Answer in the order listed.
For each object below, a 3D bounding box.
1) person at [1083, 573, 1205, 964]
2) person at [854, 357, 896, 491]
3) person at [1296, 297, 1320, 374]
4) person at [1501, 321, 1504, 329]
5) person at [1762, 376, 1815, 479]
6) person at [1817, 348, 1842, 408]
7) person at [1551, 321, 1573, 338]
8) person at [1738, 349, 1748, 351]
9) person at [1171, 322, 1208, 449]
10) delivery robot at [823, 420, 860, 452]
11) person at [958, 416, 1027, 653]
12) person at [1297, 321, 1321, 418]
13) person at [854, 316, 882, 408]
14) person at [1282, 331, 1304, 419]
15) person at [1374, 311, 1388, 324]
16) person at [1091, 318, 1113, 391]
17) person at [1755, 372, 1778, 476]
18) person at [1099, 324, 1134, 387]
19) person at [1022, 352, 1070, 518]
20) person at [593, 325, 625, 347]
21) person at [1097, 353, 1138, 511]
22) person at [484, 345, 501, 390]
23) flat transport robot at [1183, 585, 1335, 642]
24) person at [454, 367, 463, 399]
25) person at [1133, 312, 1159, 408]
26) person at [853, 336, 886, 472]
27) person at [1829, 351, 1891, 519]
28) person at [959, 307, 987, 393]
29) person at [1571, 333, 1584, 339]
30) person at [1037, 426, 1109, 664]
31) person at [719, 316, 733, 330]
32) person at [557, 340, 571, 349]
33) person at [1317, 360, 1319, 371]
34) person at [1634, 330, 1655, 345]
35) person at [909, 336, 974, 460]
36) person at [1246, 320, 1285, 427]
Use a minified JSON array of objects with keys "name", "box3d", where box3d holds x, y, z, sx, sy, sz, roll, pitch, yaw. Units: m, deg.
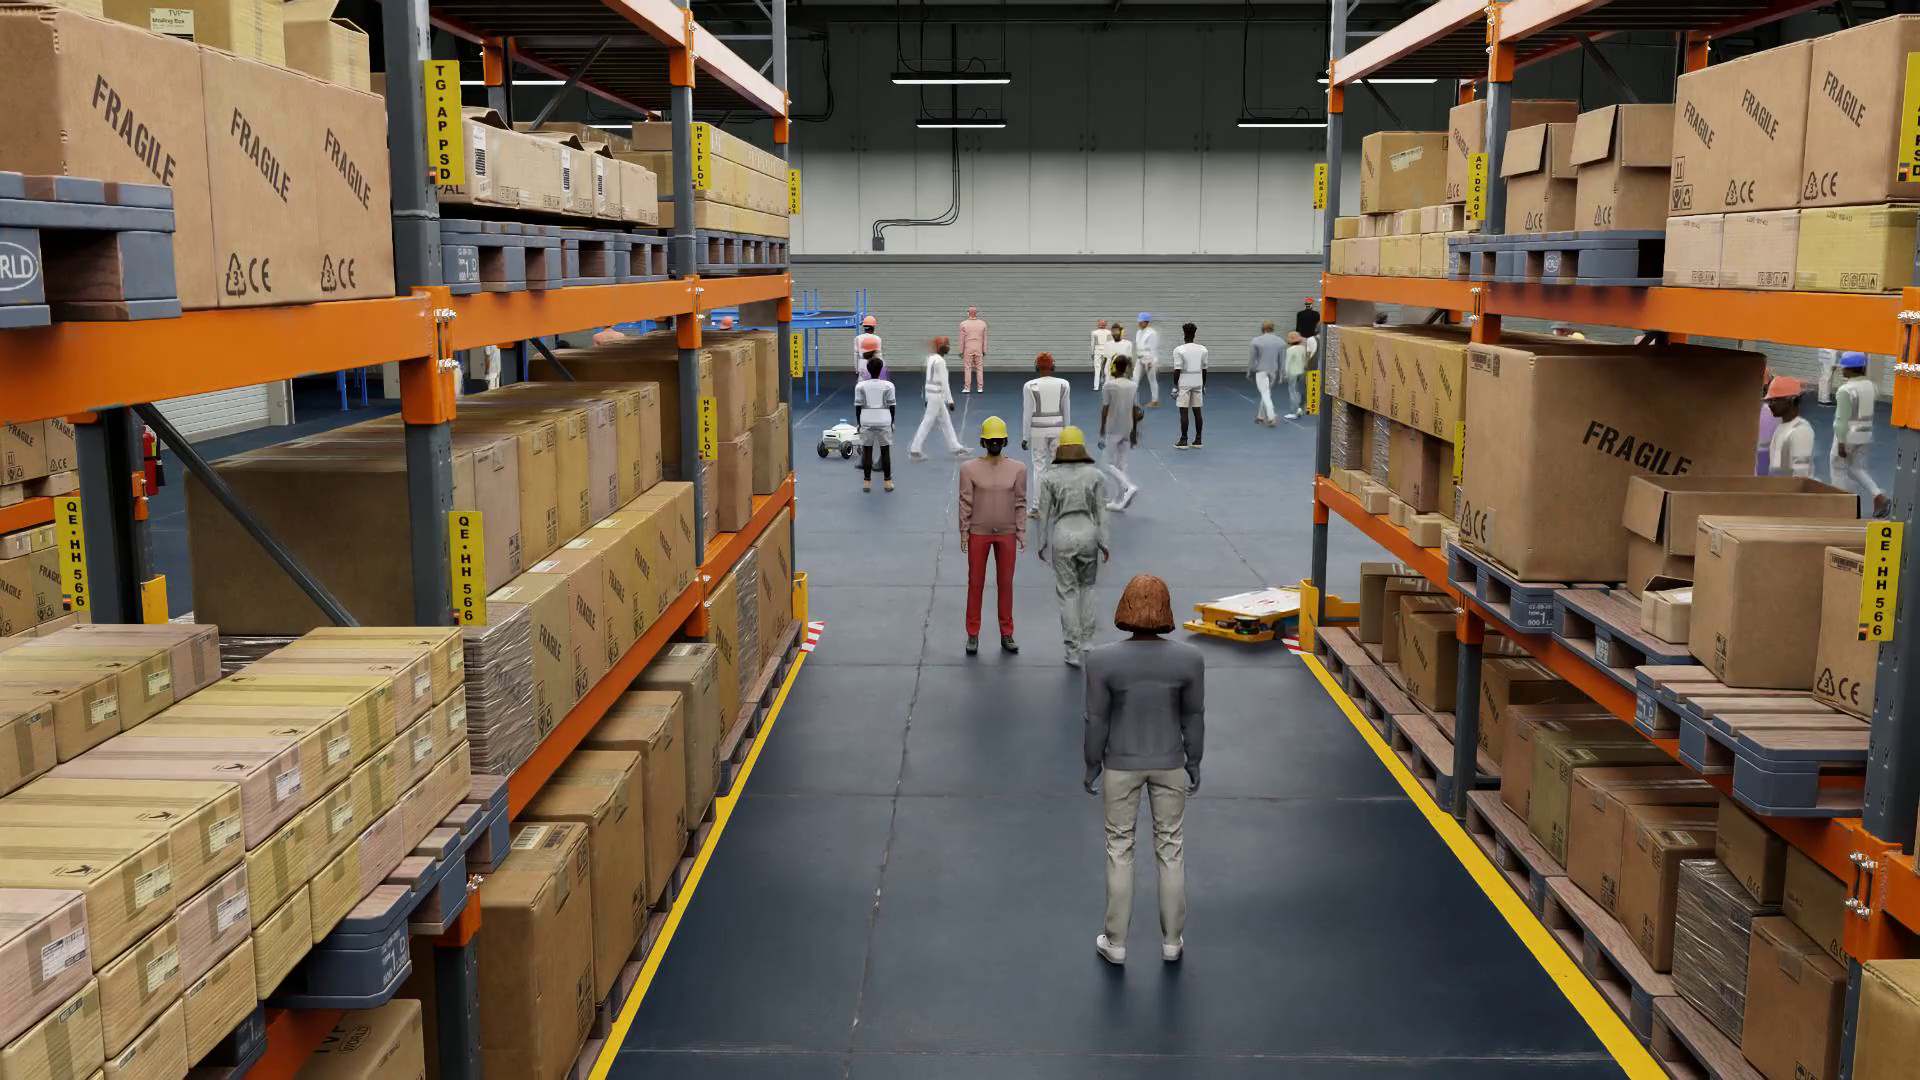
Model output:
[{"name":"person","box3d":[0.759,0.947,6.892,0.505,1.633,0.279,-1,10,-4]},{"name":"person","box3d":[-1.076,-1.476,21.212,0.535,1.697,0.322,0,9,3]},{"name":"person","box3d":[9.090,-5.336,43.453,0.623,1.989,0.391,3,10,15]},{"name":"person","box3d":[12.623,-4.611,39.547,0.644,1.861,1.025,9,13,42]},{"name":"person","box3d":[6.901,-0.357,13.695,1.077,1.994,0.631,1,10,6]},{"name":"person","box3d":[17.522,-3.596,33.506,0.404,1.829,0.600,2,10,11]},{"name":"person","box3d":[10.230,-2.775,28.097,0.999,2.000,0.688,2,10,10]},{"name":"person","box3d":[9.900,-1.513,21.090,0.570,1.819,0.813,-1,9,-3]},{"name":"person","box3d":[3.587,-2.416,26.036,0.610,1.964,0.365,-4,10,-23]},{"name":"delivery robot","box3d":[-1.755,-1.568,25.024,0.477,0.478,0.707,5,11,28]},{"name":"person","box3d":[0.247,-0.044,12.430,0.524,1.769,0.309,-2,10,-9]},{"name":"person","box3d":[6.721,-3.184,31.187,0.751,1.799,0.529,1,9,4]},{"name":"person","box3d":[-1.648,-3.091,30.168,0.548,1.936,0.378,4,10,25]},{"name":"person","box3d":[6.205,-3.083,31.039,0.342,1.617,0.529,9,13,42]},{"name":"person","box3d":[9.410,-4.142,36.850,0.630,1.815,0.816,-6,11,-32]},{"name":"person","box3d":[3.224,-4.202,37.713,0.514,1.641,0.309,0,9,2]},{"name":"person","box3d":[7.000,-0.525,14.554,0.605,2.022,0.636,3,10,17]},{"name":"person","box3d":[2.718,-2.860,29.092,0.561,1.822,0.933,3,10,19]},{"name":"person","box3d":[0.981,-1.196,18.980,0.572,1.884,0.355,-3,10,-18]},{"name":"person","box3d":[-6.340,-3.118,30.152,0.608,1.996,0.381,-3,10,-17]},{"name":"person","box3d":[1.865,-1.242,19.367,0.538,1.849,0.526,-6,11,-34]},{"name":"person","box3d":[-8.394,-2.992,29.818,0.318,1.865,0.519,1,10,8]},{"name":"flat transport robot","box3d":[2.488,0.576,13.312,1.431,0.197,0.652,-9,13,-43]},{"name":"person","box3d":[-6.872,-1.723,22.162,1.005,1.868,0.615,5,11,26]},{"name":"person","box3d":[3.605,-3.565,33.110,0.965,1.896,0.639,-6,11,-34]},{"name":"person","box3d":[-1.207,-1.880,23.069,0.607,1.888,0.552,-6,11,-34]},{"name":"person","box3d":[9.972,-1.137,18.485,0.615,1.930,0.658,-5,11,-26]},{"name":"person","box3d":[0.282,-4.226,37.059,0.643,1.908,0.408,-2,10,-13]},{"name":"person","box3d":[9.964,-2.469,26.956,0.312,1.767,0.533,9,13,42]},{"name":"person","box3d":[0.824,0.030,12.147,0.509,1.700,0.598,-1,10,-6]},{"name":"person","box3d":[-4.404,-3.343,31.833,0.378,1.890,0.661,-2,10,-9]},{"name":"person","box3d":[-6.335,-2.413,26.921,0.844,1.662,0.527,-4,10,-23]},{"name":"person","box3d":[5.926,-2.355,26.216,0.633,1.799,0.978,5,11,28]},{"name":"person","box3d":[13.635,-3.492,33.080,0.528,1.767,0.329,8,13,41]},{"name":"person","box3d":[-0.299,-2.088,24.502,1.015,1.830,0.589,-2,10,-10]},{"name":"person","box3d":[5.461,-2.970,29.594,0.646,1.897,1.010,-3,10,-16]}]
